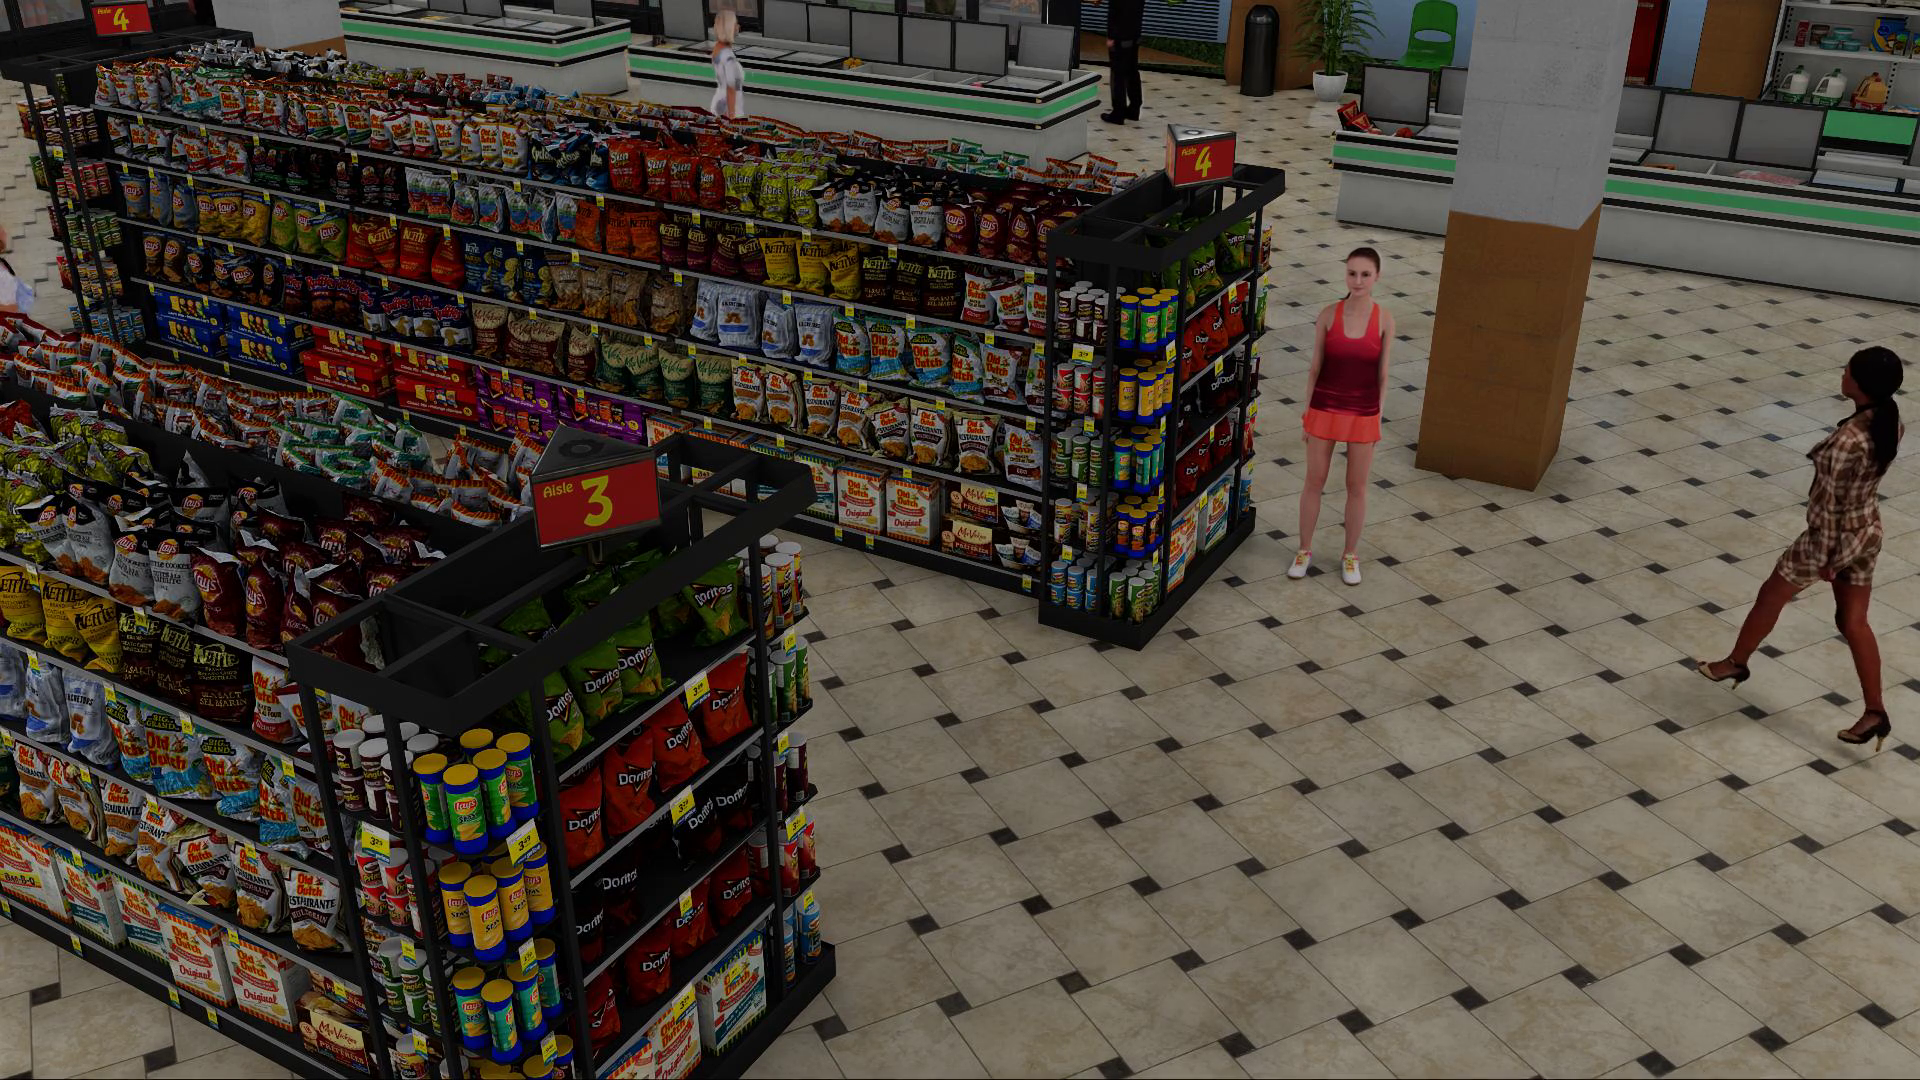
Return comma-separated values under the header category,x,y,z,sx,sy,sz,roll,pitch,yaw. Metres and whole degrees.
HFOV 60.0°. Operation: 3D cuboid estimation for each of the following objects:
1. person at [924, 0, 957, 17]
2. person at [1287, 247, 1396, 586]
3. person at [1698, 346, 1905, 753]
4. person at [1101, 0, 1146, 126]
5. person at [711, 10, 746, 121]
category,x,y,z,sx,sy,sz,roll,pitch,yaw
person,-0.225,-6.178,19.616,0.642,1.473,0.652,-15,30,-27
person,1.933,-0.624,8.356,0.582,1.754,0.688,6,27,12
person,3.762,0.080,6.980,0.955,1.743,1.167,-14,30,-26
person,1.755,-5.355,17.589,0.612,1.840,0.733,20,33,34
person,-2.070,-3.666,14.374,0.802,1.734,0.740,-13,30,-23
